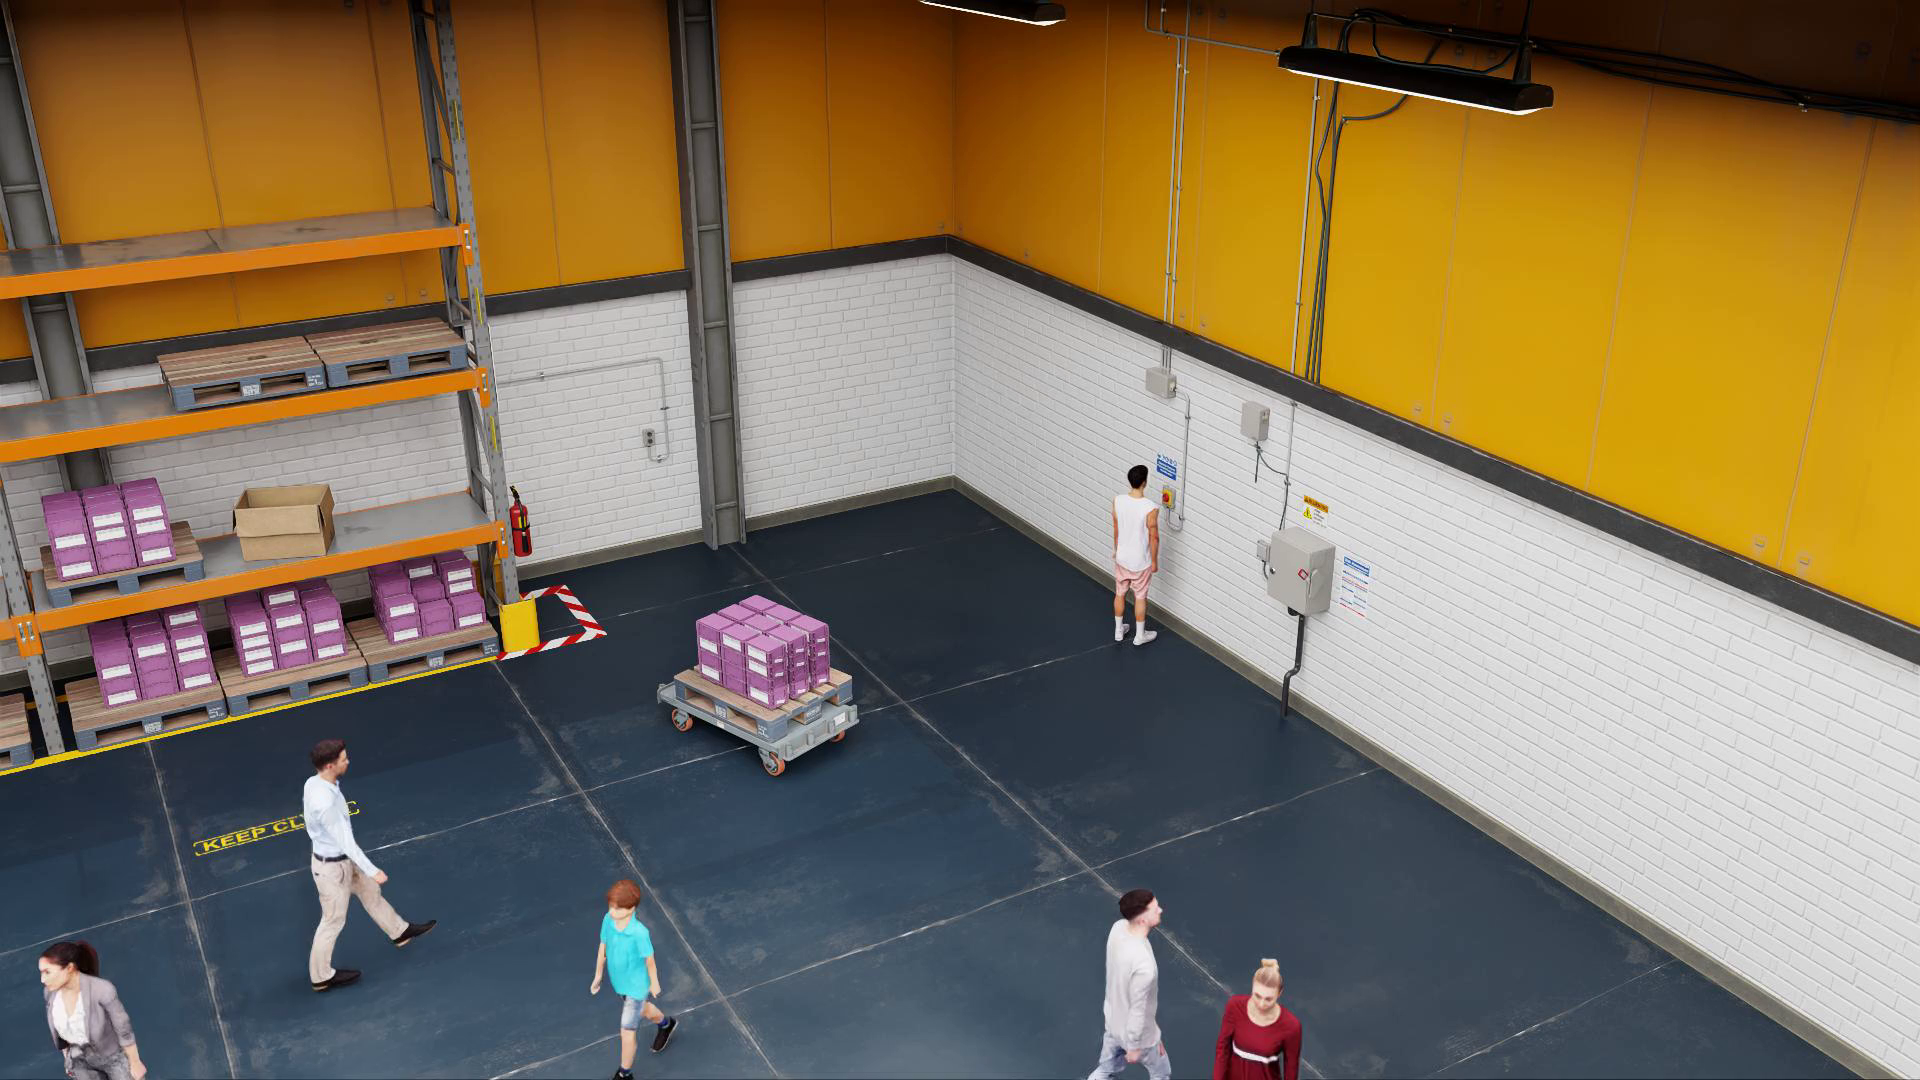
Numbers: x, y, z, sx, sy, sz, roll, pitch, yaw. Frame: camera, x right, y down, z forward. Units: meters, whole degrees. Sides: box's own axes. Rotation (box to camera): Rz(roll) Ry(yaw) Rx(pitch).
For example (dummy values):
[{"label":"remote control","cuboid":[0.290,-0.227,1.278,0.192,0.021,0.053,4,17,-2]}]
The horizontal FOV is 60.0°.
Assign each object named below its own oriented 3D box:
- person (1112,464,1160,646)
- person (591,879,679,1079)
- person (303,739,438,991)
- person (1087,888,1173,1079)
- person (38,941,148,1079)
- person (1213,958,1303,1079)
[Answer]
[{"label":"person","cuboid":[1.647,0.144,15.829,0.722,1.788,0.714,16,28,33]},{"label":"person","cuboid":[-2.009,2.707,10.416,0.731,1.427,1.007,18,30,36]},{"label":"person","cuboid":[-4.238,2.210,11.083,1.119,1.803,0.727,-11,26,-23]},{"label":"person","cuboid":[0.921,2.825,9.693,1.204,1.791,0.890,-6,24,-14]},{"label":"person","cuboid":[-4.873,2.966,9.553,0.848,1.644,0.919,1,24,2]},{"label":"person","cuboid":[1.650,3.039,9.335,0.879,1.684,0.993,10,26,22]}]
